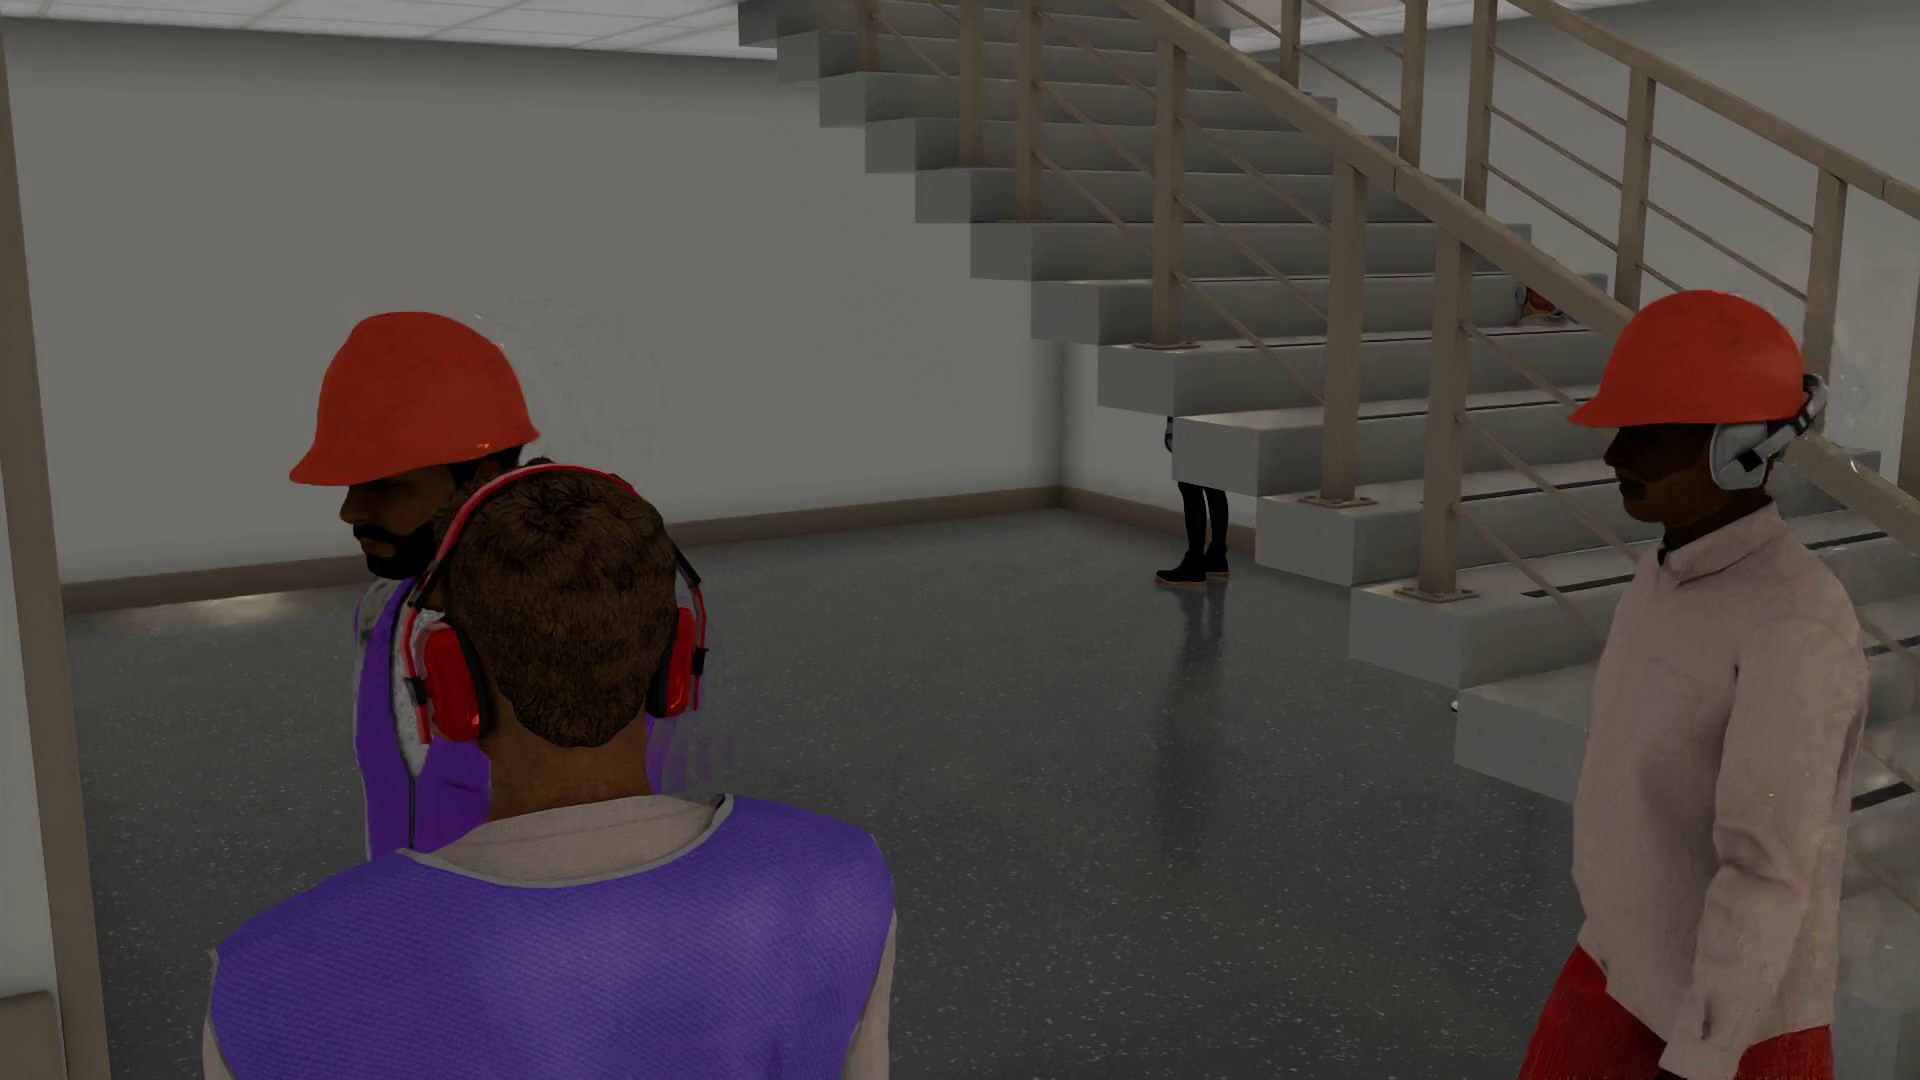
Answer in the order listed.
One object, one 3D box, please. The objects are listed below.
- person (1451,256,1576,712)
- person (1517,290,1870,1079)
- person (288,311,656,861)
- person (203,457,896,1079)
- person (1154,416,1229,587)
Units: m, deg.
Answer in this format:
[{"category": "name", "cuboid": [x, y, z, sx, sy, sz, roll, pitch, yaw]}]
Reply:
[{"category": "person", "cuboid": [2.285, -0.211, 6.803, 0.638, 1.911, 0.402, -9, 14, -38]}, {"category": "person", "cuboid": [1.106, 0.613, 2.419, 1.087, 1.941, 0.623, 0, 11, -1]}, {"category": "person", "cuboid": [-0.643, 0.669, 2.162, 0.563, 1.905, 0.771, 7, 13, 32]}, {"category": "person", "cuboid": [-0.305, 0.850, 1.432, 0.559, 1.837, 0.393, -7, 13, -32]}, {"category": "person", "cuboid": [1.330, -0.721, 9.362, 0.382, 1.957, 0.602, 7, 13, 33]}]
